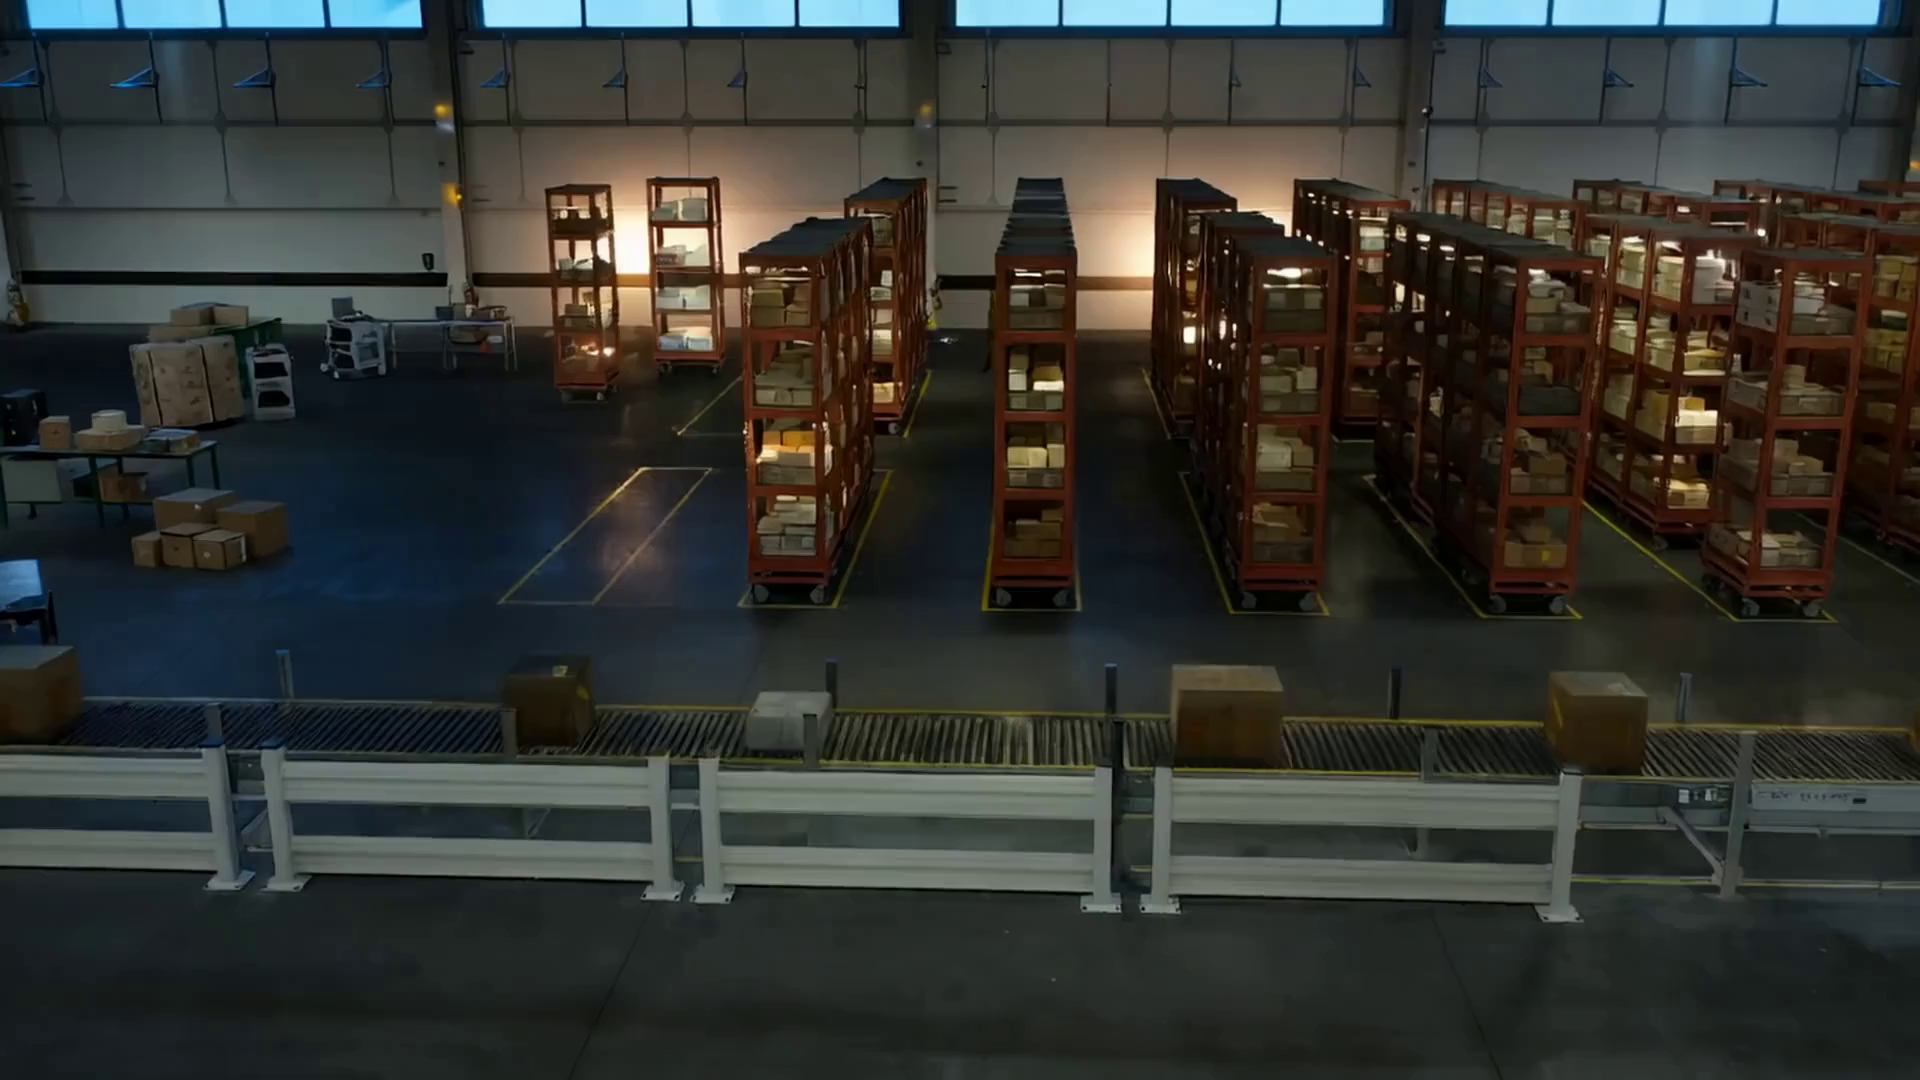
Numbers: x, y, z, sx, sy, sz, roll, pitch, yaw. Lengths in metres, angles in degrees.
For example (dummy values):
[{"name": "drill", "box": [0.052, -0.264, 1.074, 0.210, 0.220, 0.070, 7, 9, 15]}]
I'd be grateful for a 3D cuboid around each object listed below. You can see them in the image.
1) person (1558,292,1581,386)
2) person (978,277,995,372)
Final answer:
[{"name": "person", "box": [9.923, -3.083, 27.196, 0.370, 1.996, 0.622, -3, 15, -11]}, {"name": "person", "box": [0.776, -4.065, 31.223, 0.935, 1.802, 0.578, -8, 17, -28]}]
